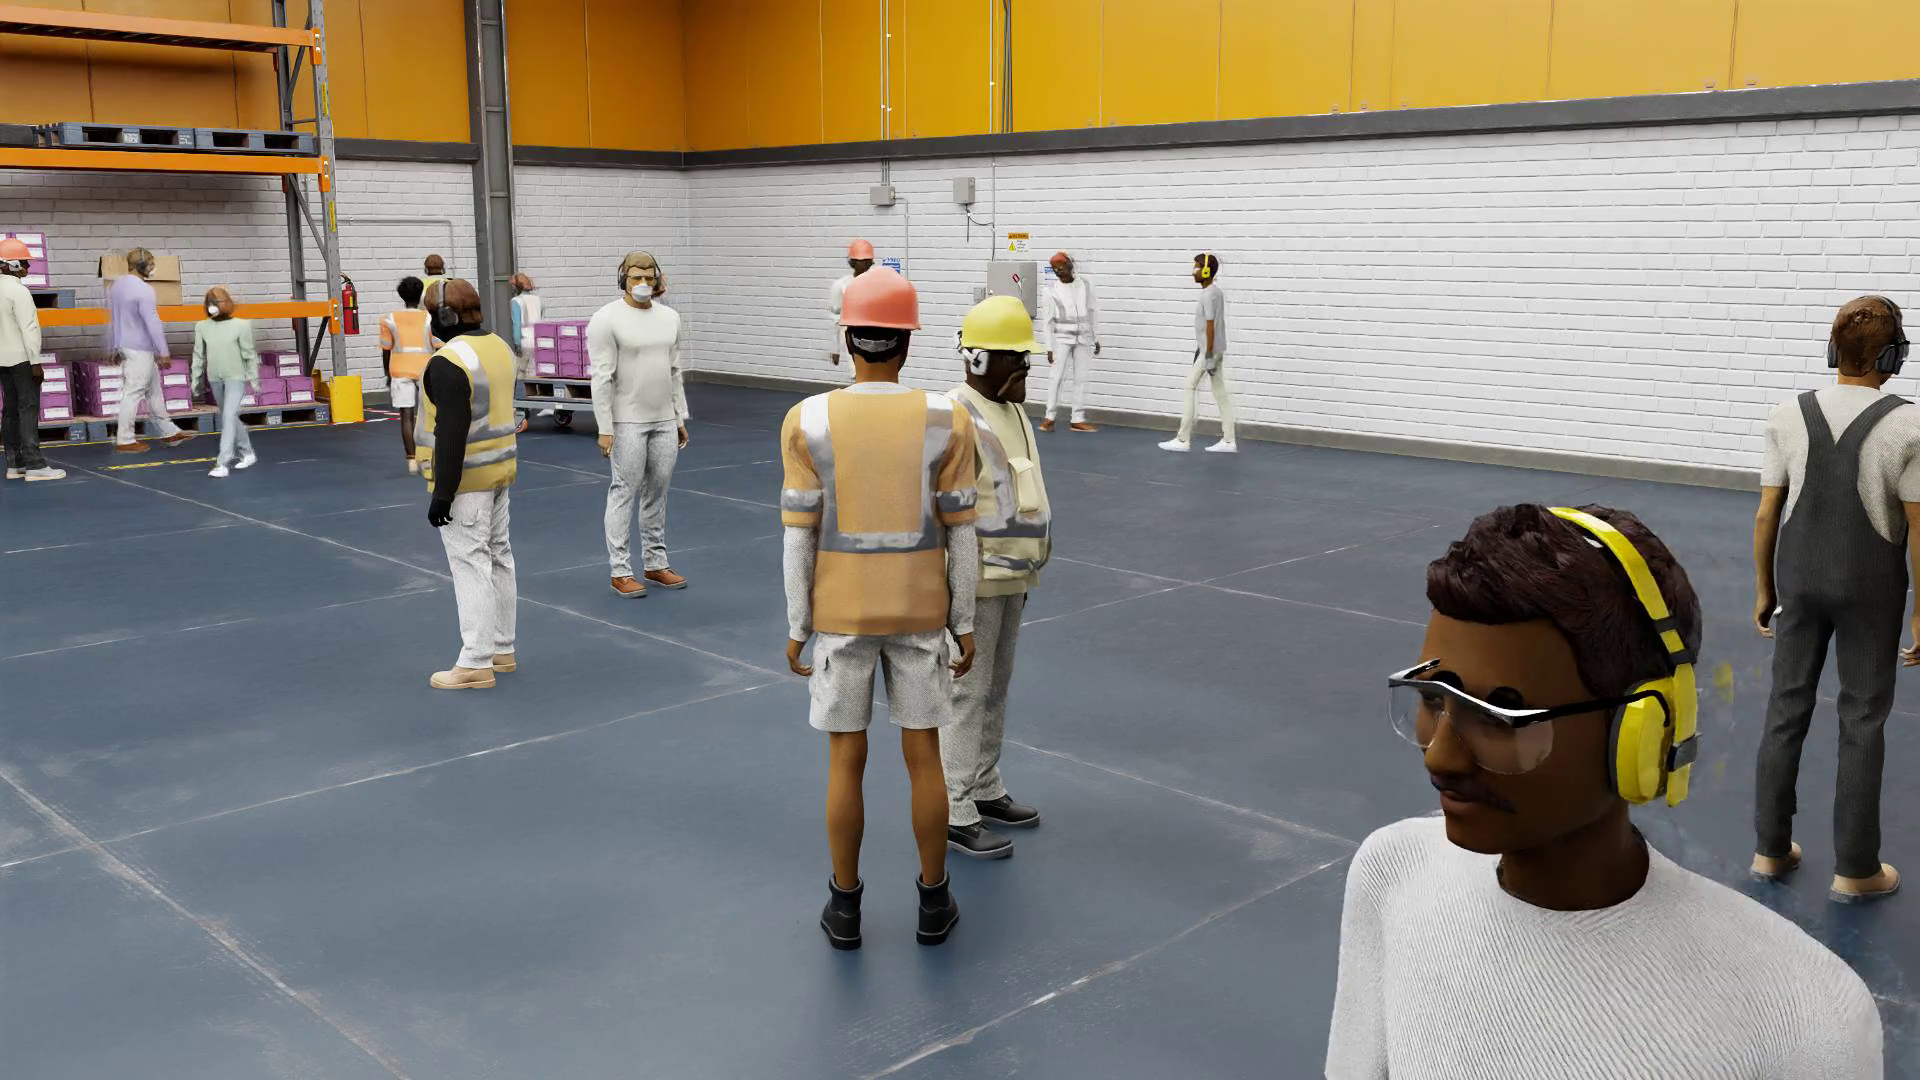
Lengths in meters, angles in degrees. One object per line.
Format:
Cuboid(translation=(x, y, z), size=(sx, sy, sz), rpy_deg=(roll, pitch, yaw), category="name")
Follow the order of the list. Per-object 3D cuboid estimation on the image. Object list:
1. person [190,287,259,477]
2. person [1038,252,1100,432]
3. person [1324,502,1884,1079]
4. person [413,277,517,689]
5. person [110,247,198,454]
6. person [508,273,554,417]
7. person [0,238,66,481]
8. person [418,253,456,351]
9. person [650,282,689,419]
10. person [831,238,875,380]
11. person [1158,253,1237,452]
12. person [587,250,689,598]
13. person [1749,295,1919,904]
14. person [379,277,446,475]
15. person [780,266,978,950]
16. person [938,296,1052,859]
Cuboid(translation=(-6.262, -1.356, 14.186), size=(0.521, 1.587, 0.864), rpy_deg=(1, 10, 7), category="person")
Cuboid(translation=(1.116, -2.024, 17.107), size=(0.678, 1.858, 0.376), rpy_deg=(-4, 11, -20), category="person")
Cuboid(translation=(0.467, 0.859, 1.479), size=(0.999, 1.815, 0.550), rpy_deg=(-6, 12, -28), category="person")
Cuboid(translation=(-2.219, -0.251, 7.476), size=(0.429, 1.838, 0.621), rpy_deg=(2, 10, 8), category="person")
Cuboid(translation=(-7.548, -1.768, 15.573), size=(0.644, 1.899, 0.929), rpy_deg=(9, 14, 40), category="person")
Cuboid(translation=(-4.857, -2.172, 18.576), size=(0.829, 1.586, 0.522), rpy_deg=(6, 12, 29), category="person")
Cuboid(translation=(-7.777, -1.485, 13.768), size=(0.617, 1.994, 0.381), rpy_deg=(7, 13, 34), category="person")
Cuboid(translation=(-5.563, -2.134, 17.749), size=(0.655, 1.823, 0.449), rpy_deg=(-3, 11, -18), category="person")
Cuboid(translation=(-3.382, -2.106, 18.256), size=(0.867, 1.583, 0.516), rpy_deg=(1, 10, 8), category="person")
Cuboid(translation=(-0.999, -1.943, 16.270), size=(0.612, 2.006, 0.980), rpy_deg=(-7, 12, -33), category="person")
Cuboid(translation=(2.238, -1.739, 15.542), size=(0.834, 1.843, 0.501), rpy_deg=(5, 11, 24), category="person")
Cuboid(translation=(-1.798, -0.654, 9.393), size=(0.355, 1.936, 0.637), rpy_deg=(8, 13, 38), category="person")
Cuboid(translation=(2.691, 0.183, 5.078), size=(0.332, 1.844, 0.516), rpy_deg=(-9, 14, -41), category="person")
Cuboid(translation=(-4.674, -1.420, 14.295), size=(0.553, 1.655, 0.819), rpy_deg=(-2, 11, -12), category="person")
Cuboid(translation=(-0.227, 0.200, 4.734), size=(0.551, 1.934, 0.373), rpy_deg=(-1, 10, -4), category="person")
Cuboid(translation=(0.099, 0.114, 5.497), size=(0.404, 1.827, 0.601), rpy_deg=(4, 11, 21), category="person")
